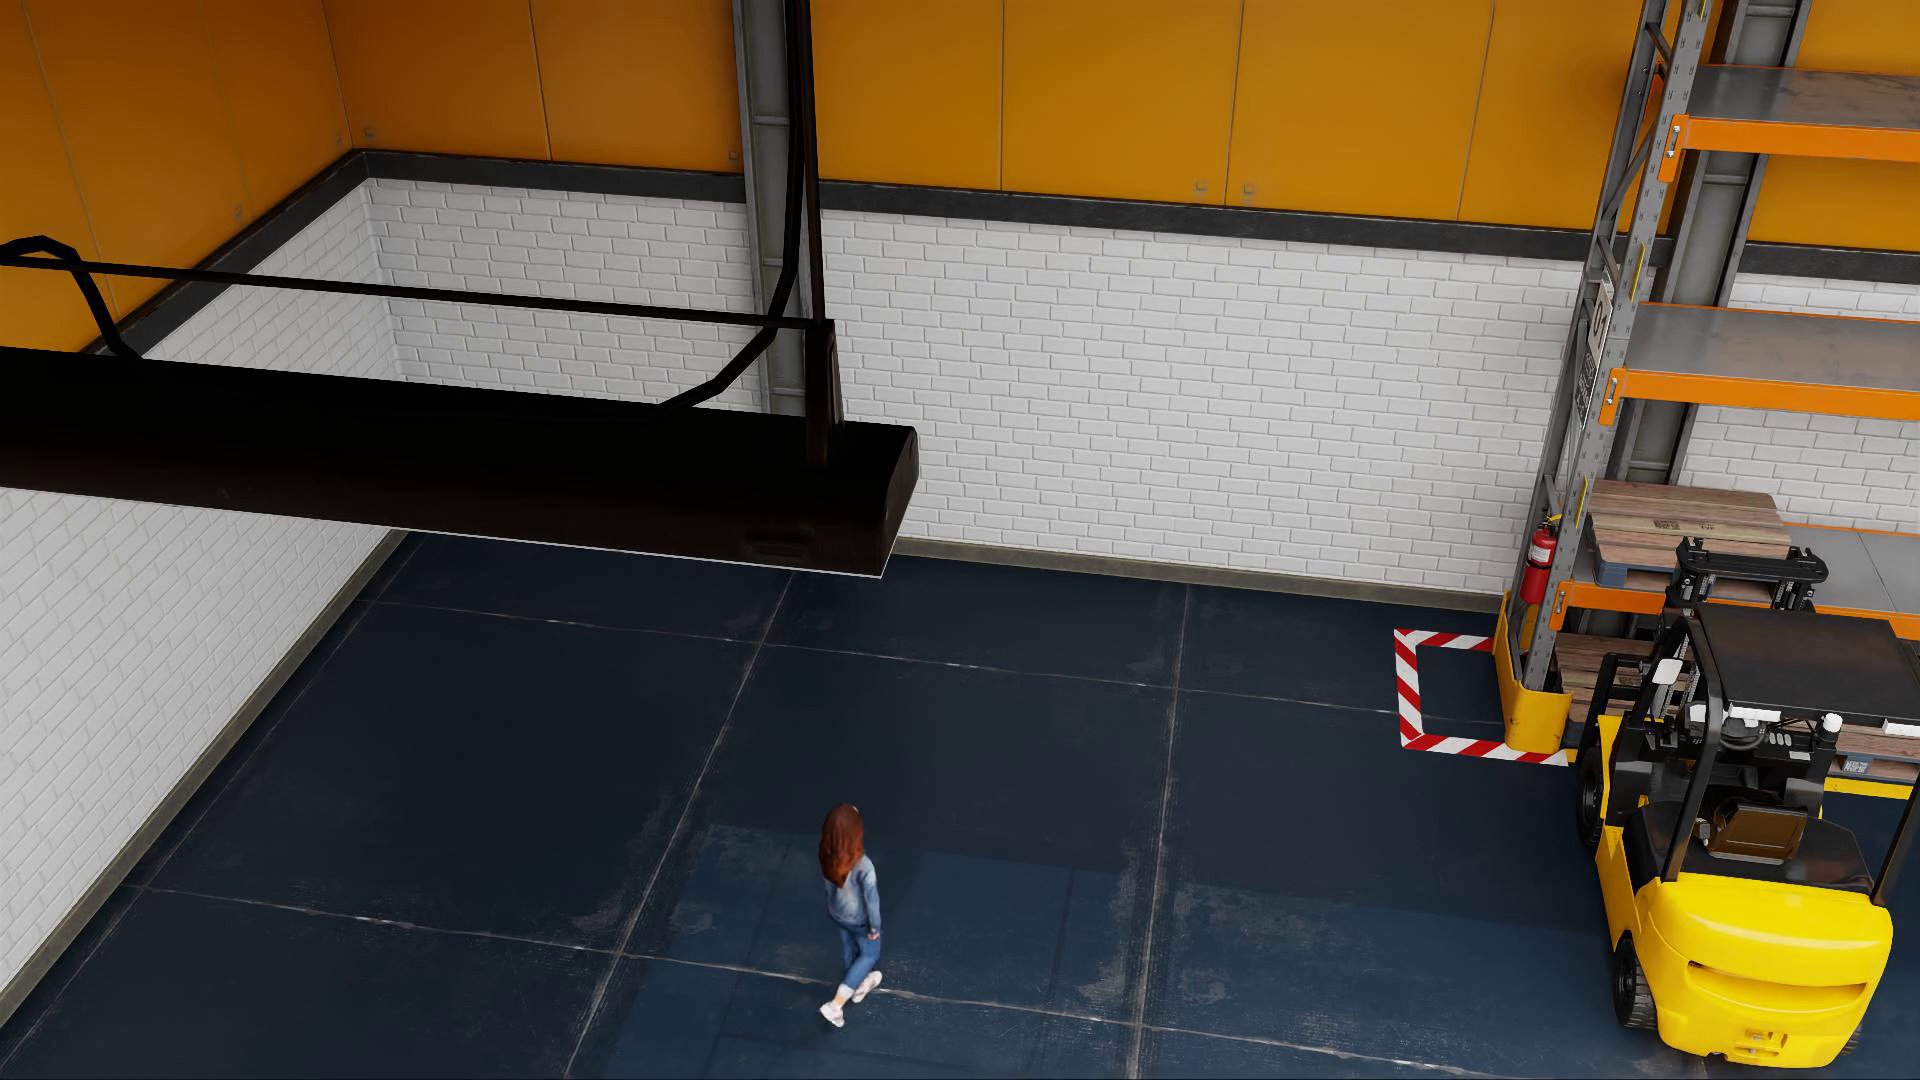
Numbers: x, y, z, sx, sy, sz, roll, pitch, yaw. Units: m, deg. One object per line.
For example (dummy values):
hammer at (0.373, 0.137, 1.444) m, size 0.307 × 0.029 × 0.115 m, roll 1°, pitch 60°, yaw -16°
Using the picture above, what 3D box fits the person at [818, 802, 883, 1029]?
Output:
person at (-0.619, 2.006, 8.833) m, size 0.814 × 1.464 × 0.822 m, roll 24°, pitch 40°, yaw 31°
